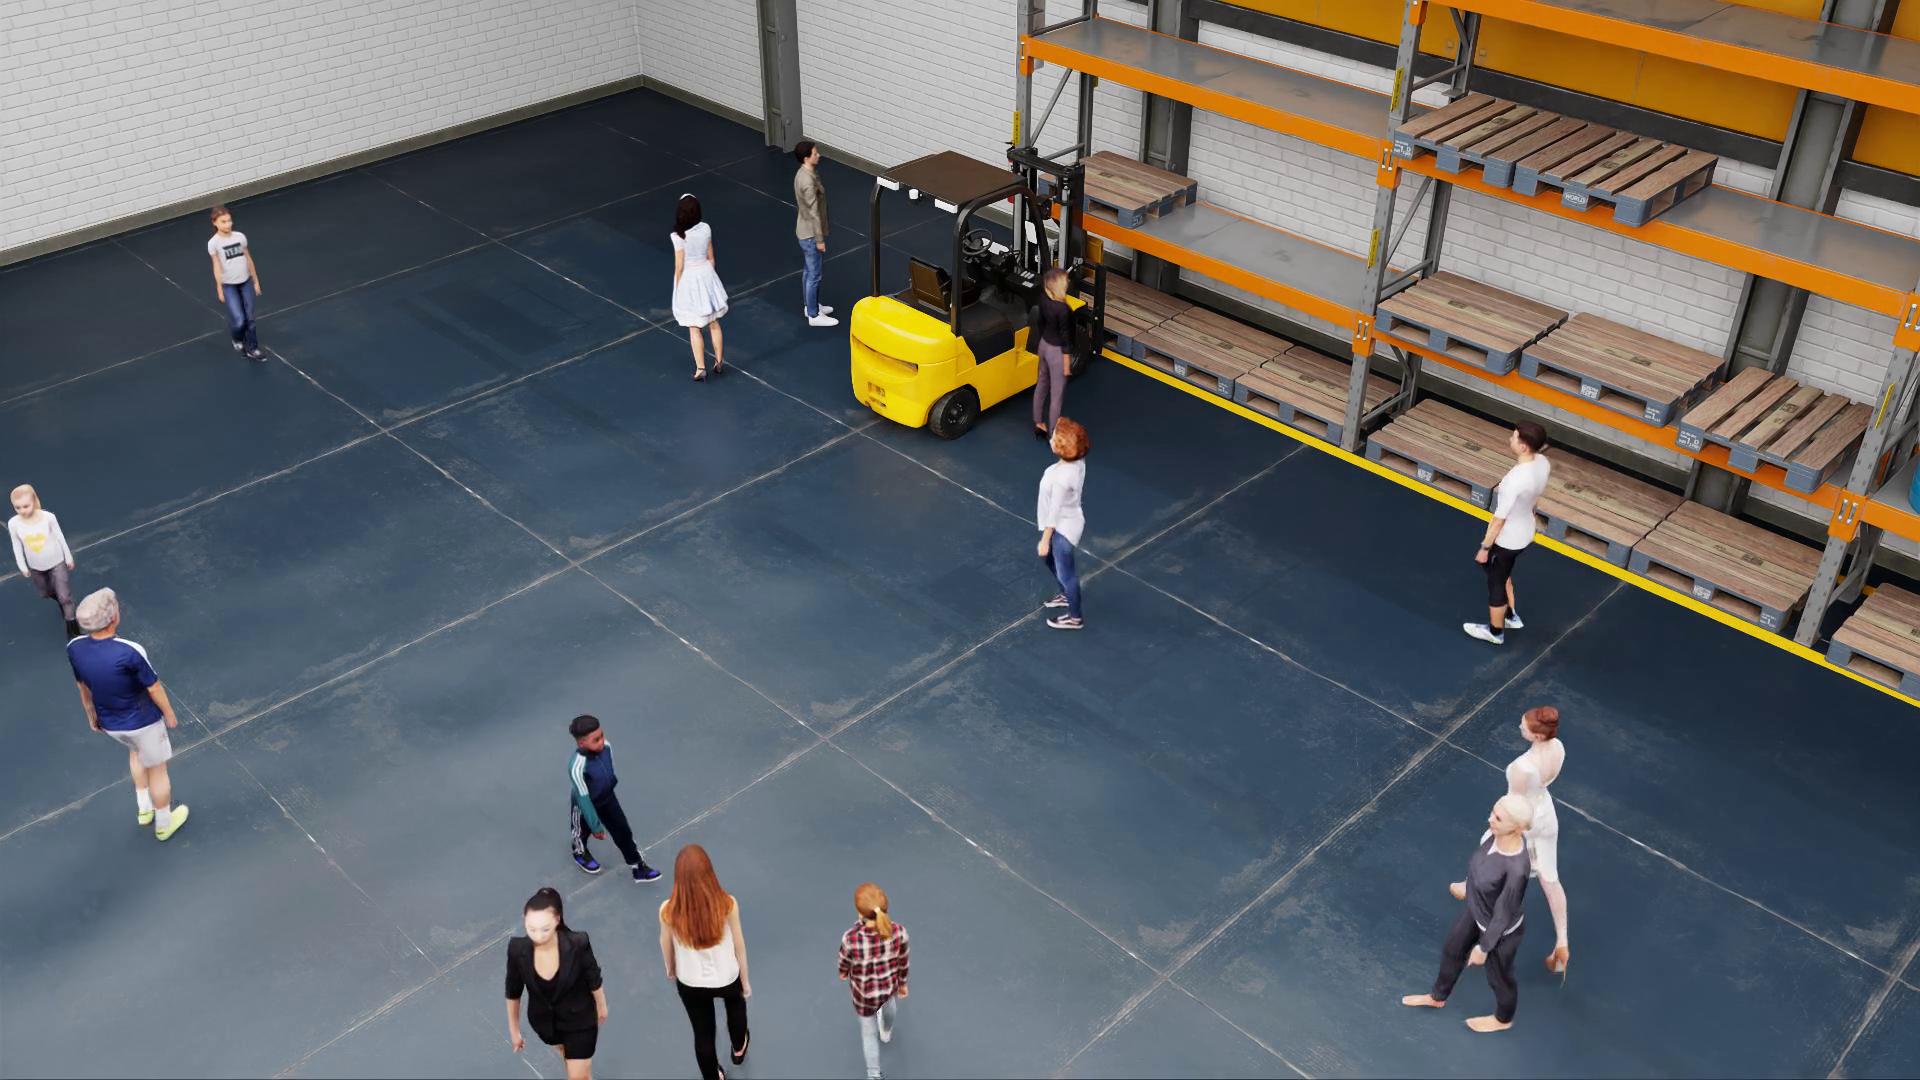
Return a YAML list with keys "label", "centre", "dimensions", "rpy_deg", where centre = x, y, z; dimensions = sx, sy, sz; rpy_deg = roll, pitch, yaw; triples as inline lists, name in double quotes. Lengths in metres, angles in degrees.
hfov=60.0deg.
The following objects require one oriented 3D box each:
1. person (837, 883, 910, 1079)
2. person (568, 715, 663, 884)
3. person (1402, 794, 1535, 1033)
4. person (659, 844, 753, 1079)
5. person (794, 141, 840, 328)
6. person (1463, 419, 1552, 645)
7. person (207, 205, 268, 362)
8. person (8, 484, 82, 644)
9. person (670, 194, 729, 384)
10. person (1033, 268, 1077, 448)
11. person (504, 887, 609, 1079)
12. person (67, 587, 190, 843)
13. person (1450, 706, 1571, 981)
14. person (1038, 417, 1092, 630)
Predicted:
- label: "person"
  centre: [-0.441, 2.378, 8.740]
  dimensions: [0.775, 1.285, 0.945]
  rpy_deg: [-9, 35, -13]
- label: "person"
  centre: [-2.254, 1.553, 10.038]
  dimensions: [0.925, 1.222, 0.642]
  rpy_deg: [20, 38, 27]
- label: "person"
  centre: [2.946, 2.006, 8.912]
  dimensions: [0.987, 1.713, 0.924]
  rpy_deg: [0, 34, 0]
- label: "person"
  centre: [-1.277, 2.287, 8.492]
  dimensions: [0.812, 1.710, 0.883]
  rpy_deg: [-3, 34, -5]
- label: "person"
  centre: [-1.466, -3.012, 16.325]
  dimensions: [0.852, 1.866, 0.733]
  rpy_deg: [-7, 34, -11]
- label: "person"
  centre: [4.000, -0.006, 11.825]
  dimensions: [0.682, 1.841, 0.718]
  rpy_deg: [26, 42, 34]
- label: "person"
  centre: [-6.900, -2.441, 15.746]
  dimensions: [0.622, 1.555, 0.558]
  rpy_deg: [26, 42, 33]
- label: "person"
  centre: [-6.661, 0.135, 12.135]
  dimensions: [0.720, 1.261, 0.924]
  rpy_deg: [-11, 35, -16]
- label: "person"
  centre: [-2.417, -2.306, 15.308]
  dimensions: [0.729, 1.815, 0.752]
  rpy_deg: [-23, 40, -30]
- label: "person"
  centre: [0.801, -1.565, 14.323]
  dimensions: [0.715, 1.671, 0.571]
  rpy_deg: [-17, 37, -24]
- label: "person"
  centre: [-2.006, 2.354, 8.444]
  dimensions: [1.034, 1.652, 1.098]
  rpy_deg: [-1, 34, -1]
- label: "person"
  centre: [-5.094, 1.133, 10.130]
  dimensions: [0.753, 1.818, 0.831]
  rpy_deg: [3, 34, 5]
- label: "person"
  centre: [3.263, 1.695, 9.353]
  dimensions: [0.793, 1.744, 1.188]
  rpy_deg: [-16, 37, -23]
- label: "person"
  centre: [0.853, -0.094, 12.086]
  dimensions: [0.793, 1.697, 0.757]
  rpy_deg: [5, 34, 7]
